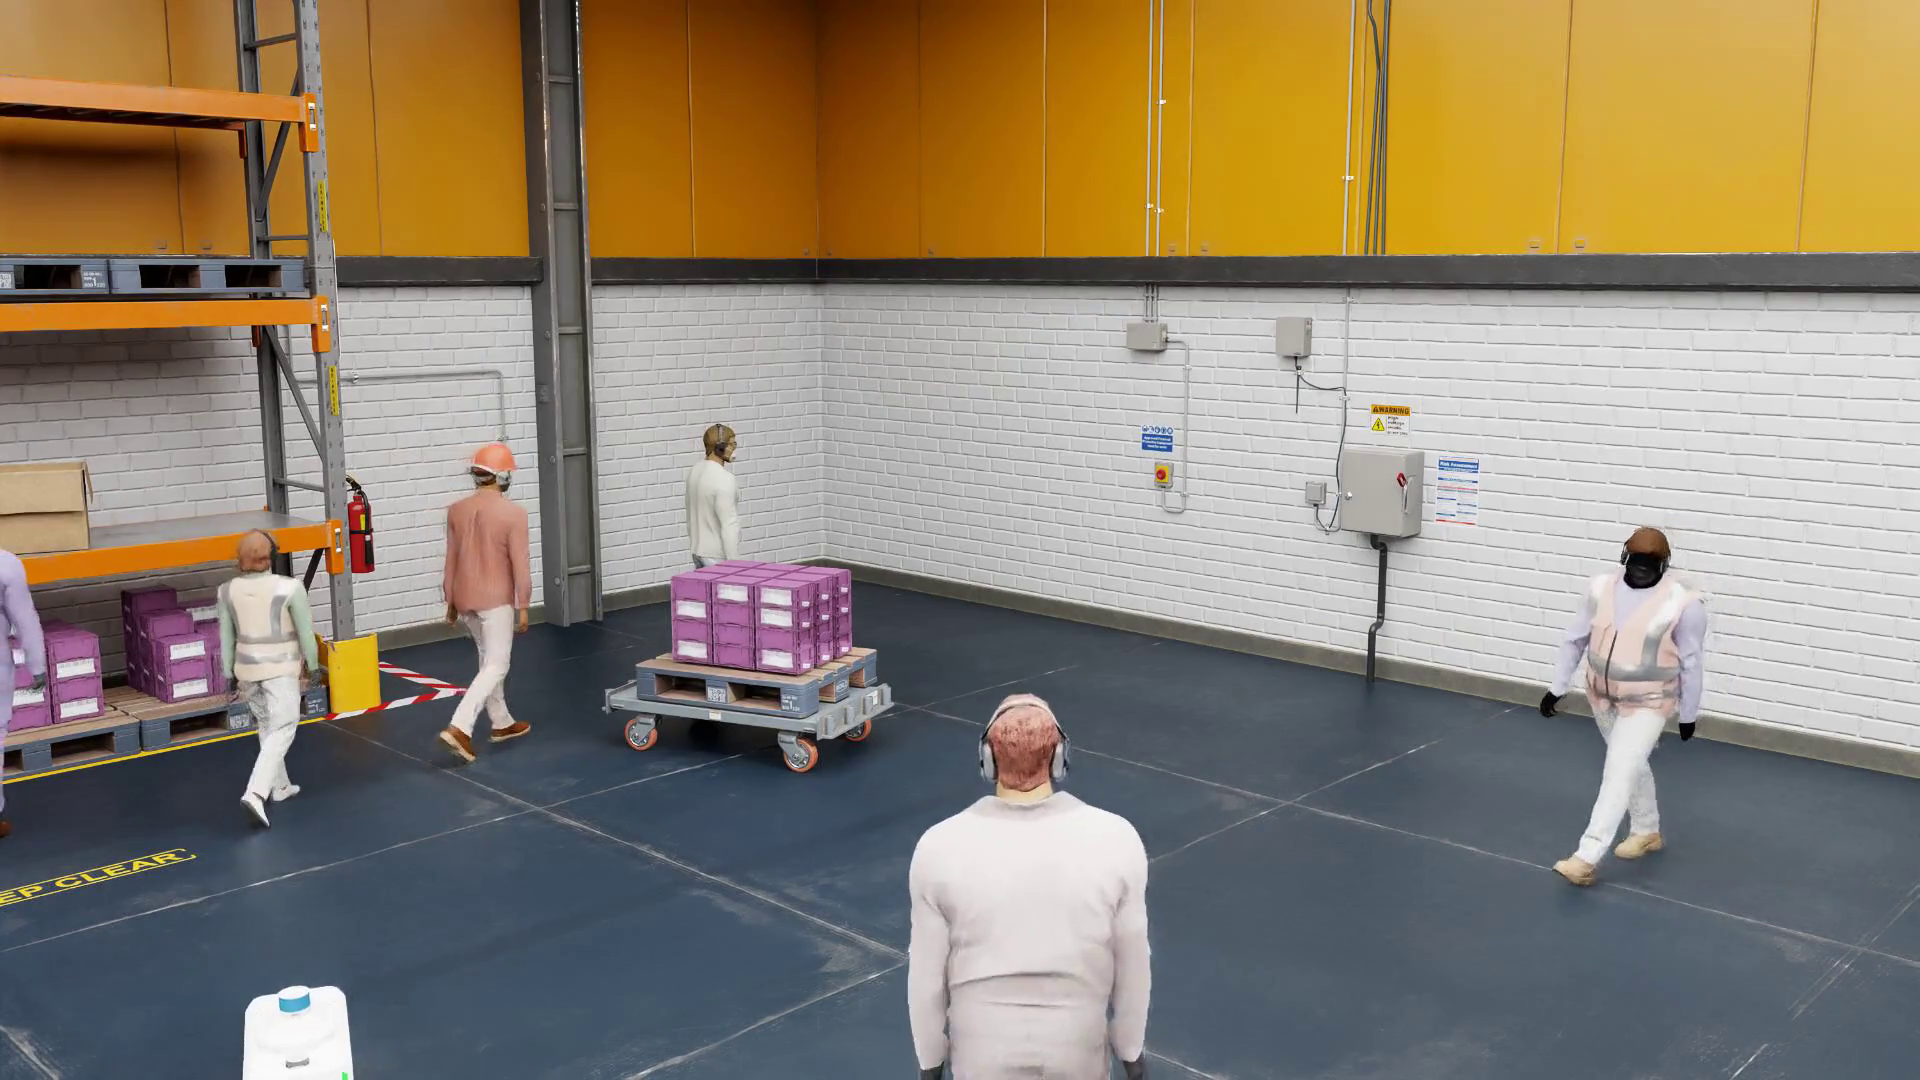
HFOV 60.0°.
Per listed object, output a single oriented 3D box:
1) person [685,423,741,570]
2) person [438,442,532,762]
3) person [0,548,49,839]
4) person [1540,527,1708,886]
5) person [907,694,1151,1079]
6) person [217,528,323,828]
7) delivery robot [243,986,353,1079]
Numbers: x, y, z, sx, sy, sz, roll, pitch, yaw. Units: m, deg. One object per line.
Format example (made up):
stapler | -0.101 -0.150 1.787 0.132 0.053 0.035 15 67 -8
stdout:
person | -1.751 0.130 11.943 0.352 1.936 0.635 -6 11 -33
person | -2.991 0.381 10.372 0.633 1.963 0.872 4 10 24
person | -5.207 0.653 8.853 0.681 1.891 0.606 -1 9 -8
person | 3.310 0.807 8.292 1.007 1.780 0.639 -6 11 -32
person | 0.184 1.359 4.528 0.663 1.895 0.515 0 9 0
person | -3.843 0.746 9.170 0.519 1.608 0.762 1 9 9
delivery robot | -2.284 1.785 5.739 0.477 0.478 0.707 -4 10 -22
